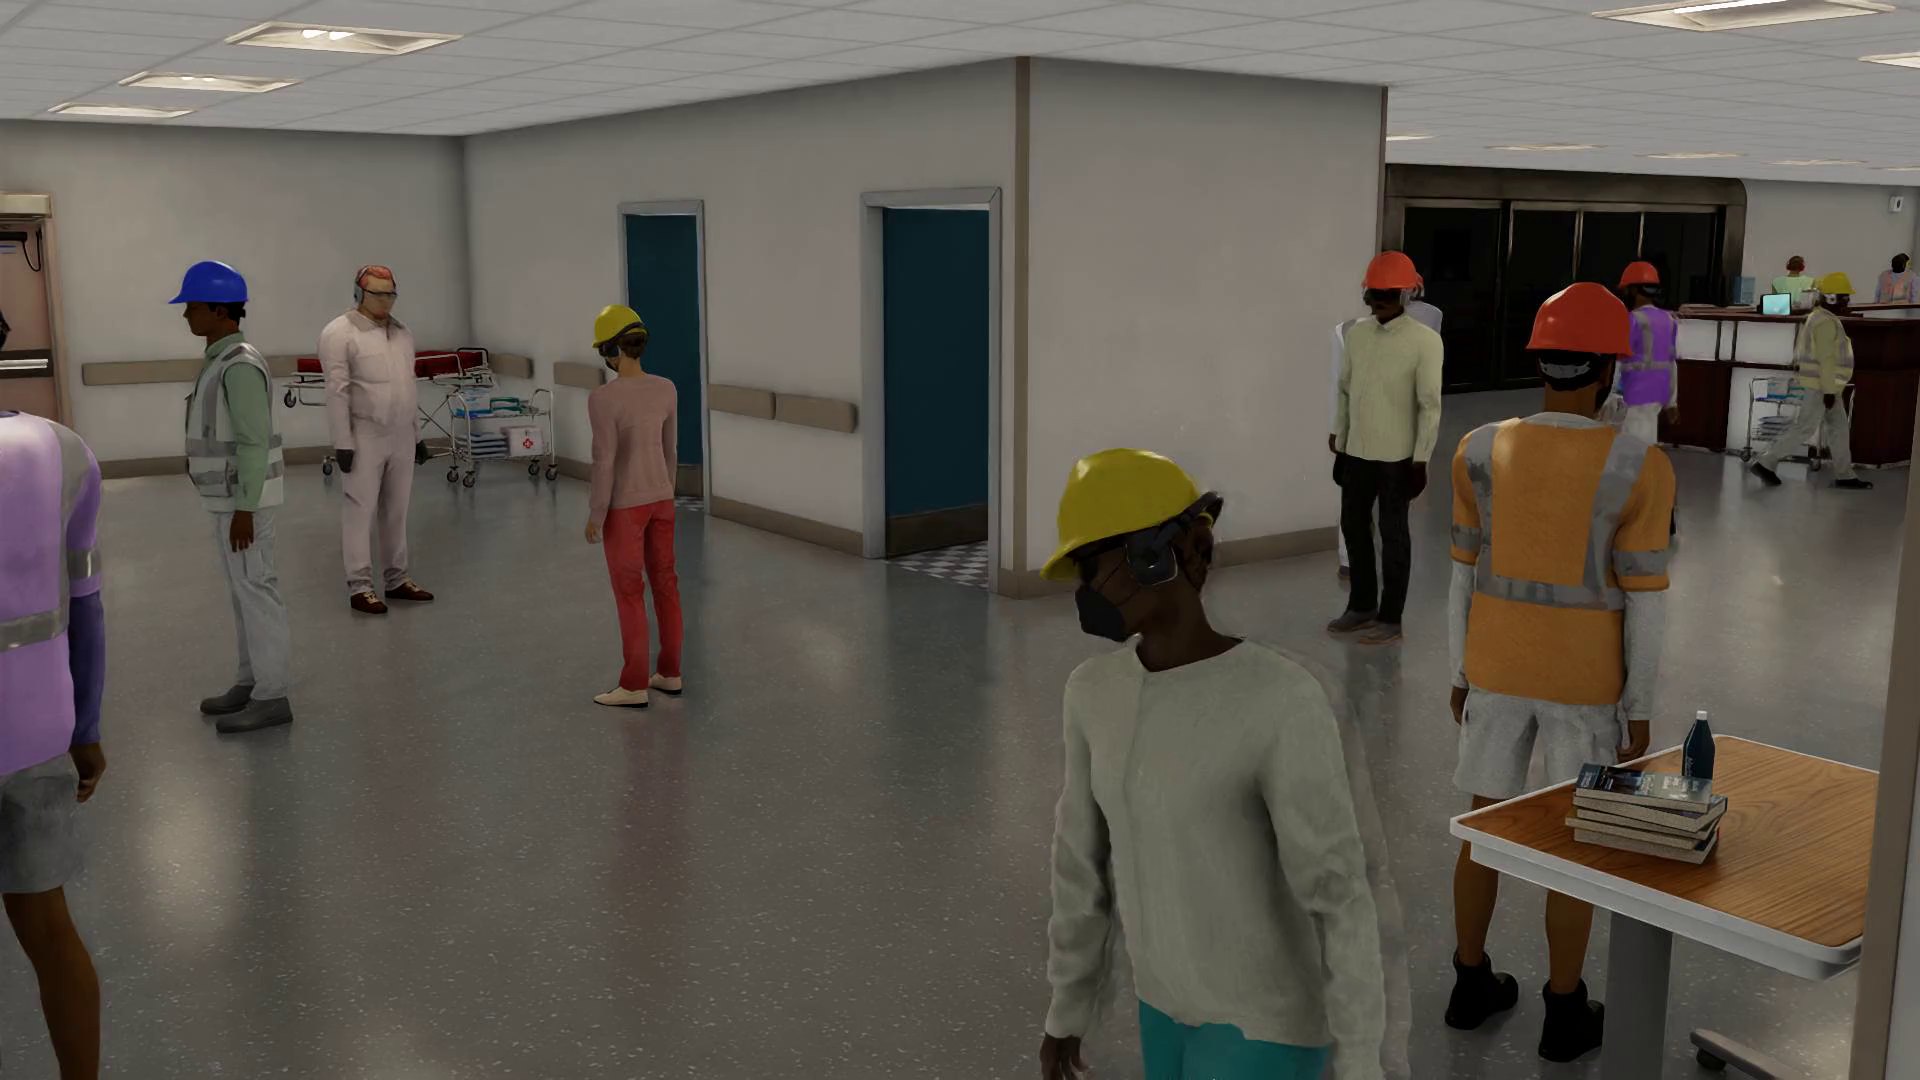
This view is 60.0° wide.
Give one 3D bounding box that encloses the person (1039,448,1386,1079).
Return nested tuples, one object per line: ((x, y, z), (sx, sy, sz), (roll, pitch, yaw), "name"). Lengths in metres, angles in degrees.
((0.369, 0.732, 2.513), (0.484, 1.715, 0.607), (-6, 12, -28), "person")

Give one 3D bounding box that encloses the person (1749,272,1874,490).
((7.047, -1.302, 13.680), (0.902, 1.796, 0.604), (5, 11, 26), "person")

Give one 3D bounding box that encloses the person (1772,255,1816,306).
((11.886, -3.135, 23.794), (0.565, 1.847, 0.396), (6, 12, 29), "person")

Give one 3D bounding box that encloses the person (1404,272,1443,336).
((4.312, -1.677, 15.896), (0.563, 1.747, 0.339), (-3, 10, -15), "person")

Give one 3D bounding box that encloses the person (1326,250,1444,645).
((2.125, -0.460, 8.412), (0.399, 1.991, 0.624), (-7, 12, -35), "person")

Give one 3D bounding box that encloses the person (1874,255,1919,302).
((15.464, -3.796, 27.532), (0.624, 1.837, 0.430), (9, 13, 41), "person")

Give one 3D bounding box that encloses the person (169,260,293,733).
((-3.023, -0.179, 6.944), (0.389, 1.949, 0.604), (-6, 12, -31), "person")

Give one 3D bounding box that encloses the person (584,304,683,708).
((-1.443, -0.145, 7.290), (0.327, 1.760, 0.524), (6, 12, 31), "person")

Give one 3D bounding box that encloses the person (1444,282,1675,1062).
((1.485, 0.330, 4.169), (0.539, 1.929, 0.384), (8, 13, 37), "person")

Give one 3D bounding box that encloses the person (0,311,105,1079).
((-2.040, 0.413, 3.422), (0.407, 2.029, 0.613), (3, 11, 18), "person")

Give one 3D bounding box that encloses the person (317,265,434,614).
((-3.206, -0.561, 9.223), (0.405, 1.903, 0.636), (5, 11, 25), "person")

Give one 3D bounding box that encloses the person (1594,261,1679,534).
((4.746, -1.017, 11.796), (0.557, 1.884, 0.953), (-8, 13, -40), "person")
